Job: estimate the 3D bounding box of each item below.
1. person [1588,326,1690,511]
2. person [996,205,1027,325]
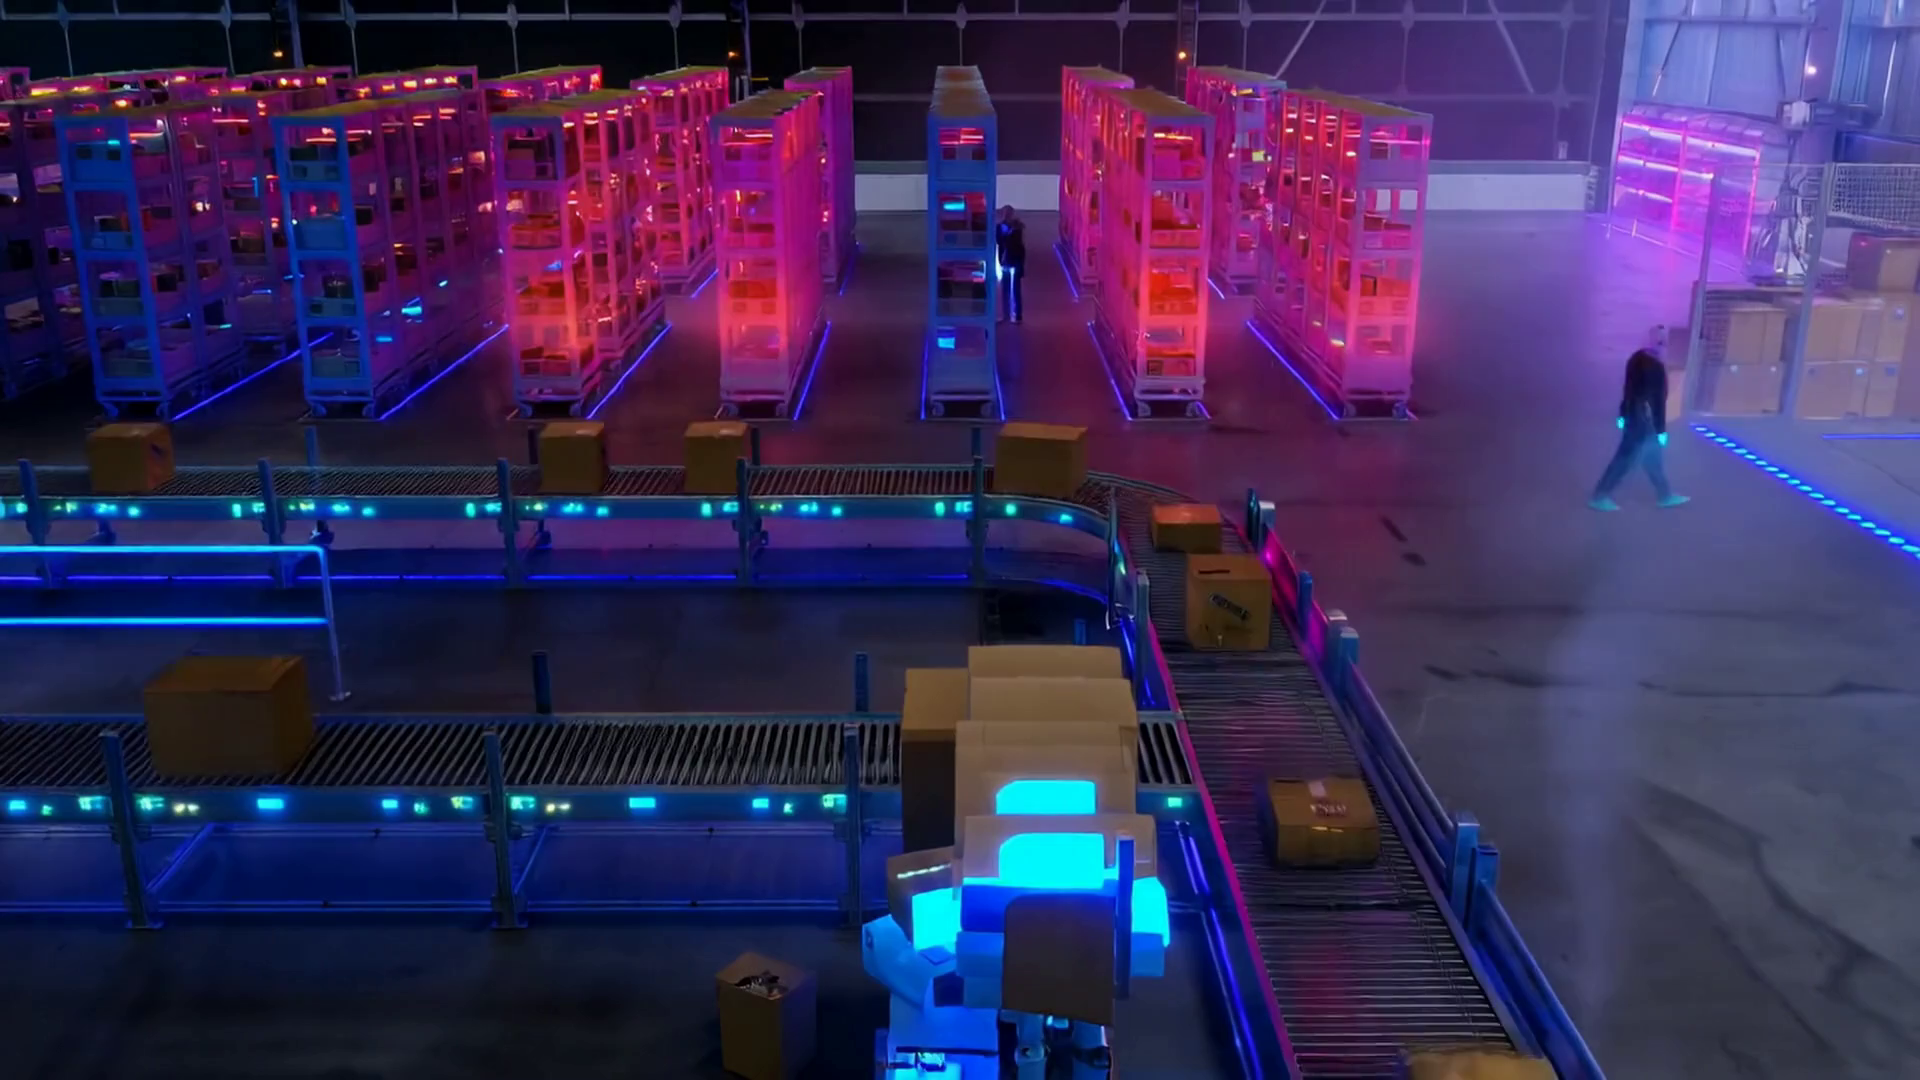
[{"bbox_3d":[6.711,-1.176,16.271,1.017,1.852,0.670,2,18,6],"label":"person"},{"bbox_3d":[0.777,-4.291,25.901,0.569,1.831,0.411,11,21,31],"label":"person"}]
